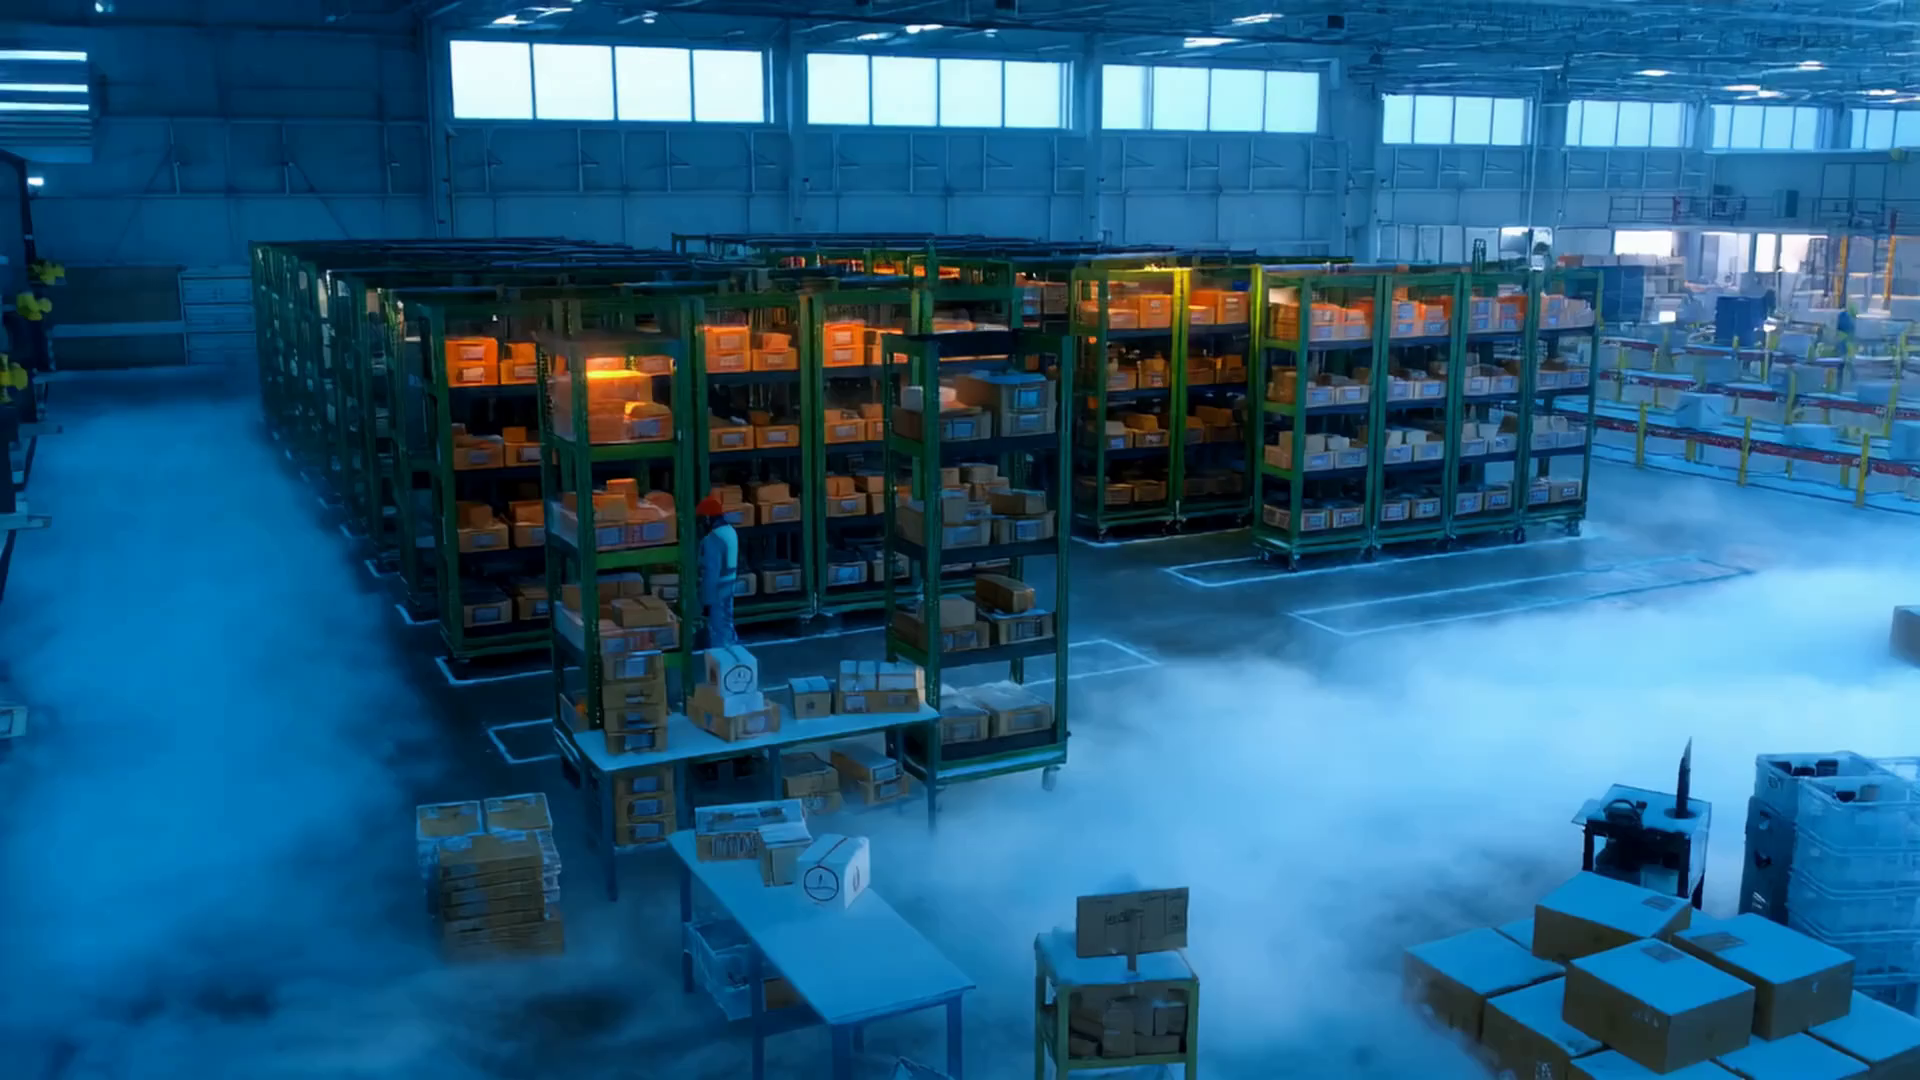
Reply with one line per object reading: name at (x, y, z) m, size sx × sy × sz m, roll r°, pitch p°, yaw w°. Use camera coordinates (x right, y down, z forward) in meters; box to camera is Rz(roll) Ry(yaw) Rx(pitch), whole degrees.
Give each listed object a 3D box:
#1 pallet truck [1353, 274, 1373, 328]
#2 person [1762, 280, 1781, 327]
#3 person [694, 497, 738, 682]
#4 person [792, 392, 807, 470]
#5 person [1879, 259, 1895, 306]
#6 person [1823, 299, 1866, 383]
pallet truck at (13.011, -8.050, 55.243) m, size 0.823 × 1.965 × 1.885 m, roll -7°, pitch 14°, yaw -28°
person at (24.581, -6.925, 50.287) m, size 0.950 × 1.856 × 0.742 m, roll 9°, pitch 15°, yaw 35°
person at (-2.308, 0.487, 15.717) m, size 0.403 × 1.826 × 0.589 m, roll 3°, pitch 12°, yaw 12°
person at (-2.189, -1.496, 25.033) m, size 0.697 × 1.817 × 0.448 m, roll 2°, pitch 12°, yaw 7°
person at (36.183, -10.026, 64.849) m, size 0.507 × 1.845 × 0.345 m, roll -9°, pitch 15°, yaw -35°
person at (21.389, -4.801, 40.093) m, size 0.625 × 1.976 × 1.054 m, roll -9°, pitch 15°, yaw -37°
